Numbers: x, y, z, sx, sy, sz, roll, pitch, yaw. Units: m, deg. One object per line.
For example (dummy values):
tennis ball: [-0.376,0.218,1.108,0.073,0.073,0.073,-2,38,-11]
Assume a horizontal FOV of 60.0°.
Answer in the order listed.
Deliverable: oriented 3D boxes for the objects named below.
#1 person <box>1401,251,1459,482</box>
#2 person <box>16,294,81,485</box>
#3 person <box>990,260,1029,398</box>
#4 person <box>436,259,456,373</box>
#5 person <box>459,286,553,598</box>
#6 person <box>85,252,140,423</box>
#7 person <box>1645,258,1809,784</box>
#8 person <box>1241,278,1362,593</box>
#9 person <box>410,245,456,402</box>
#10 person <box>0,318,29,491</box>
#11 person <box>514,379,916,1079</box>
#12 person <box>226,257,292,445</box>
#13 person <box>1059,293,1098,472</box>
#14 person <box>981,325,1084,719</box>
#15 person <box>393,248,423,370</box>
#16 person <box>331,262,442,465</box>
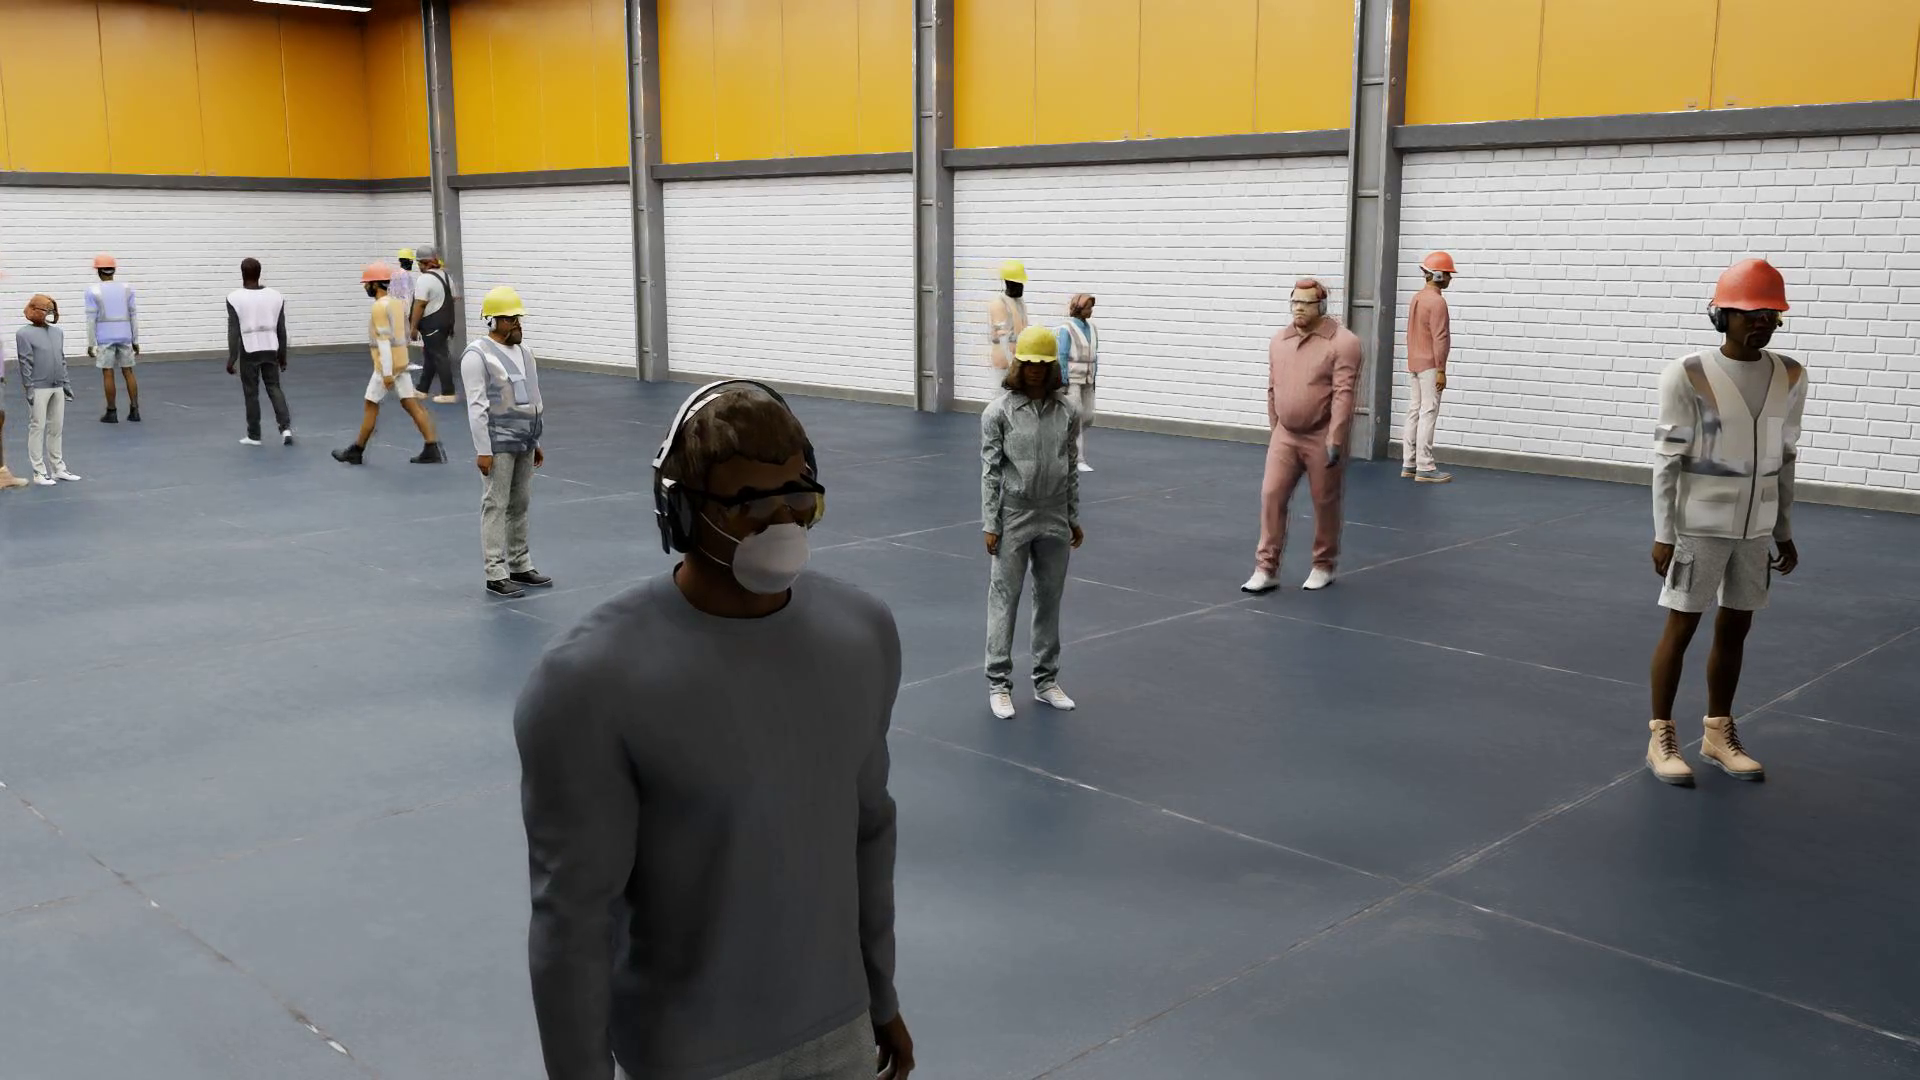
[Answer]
person: [4.104,-1.509,14.501,0.397,1.990,0.622,-1,10,-7]
person: [-7.852,-1.294,14.310,0.283,1.633,0.499,2,11,13]
person: [0.534,-1.696,15.782,0.583,1.895,0.594,7,12,33]
person: [-8.109,-3.482,25.881,0.311,1.768,0.532,-9,14,-41]
person: [-2.686,-0.587,9.912,0.404,1.833,0.590,4,11,19]
person: [-9.663,-2.300,18.969,0.365,1.935,0.553,9,14,40]
person: [2.985,-0.057,6.450,0.611,2.042,0.396,-2,11,-9]
person: [2.004,-0.596,9.838,0.648,1.873,0.845,8,13,39]
person: [-6.861,-2.780,21.305,0.934,2.000,0.697,2,11,11]
person: [-8.058,-1.354,13.695,0.429,1.988,0.743,-3,11,-14]
person: [-0.323,0.732,2.431,0.635,1.937,0.352,-10,14,-43]
person: [-7.144,-1.899,16.923,0.477,1.939,0.604,9,14,41]
person: [1.028,-1.438,15.143,0.526,1.623,0.522,9,14,41]
person: [0.330,-0.080,7.397,0.494,1.741,0.302,-5,12,-25]
person: [-8.838,-3.682,26.538,0.384,1.924,0.589,-7,12,-32]
person: [-5.341,-1.630,15.471,1.023,1.879,0.573,0,10,3]
